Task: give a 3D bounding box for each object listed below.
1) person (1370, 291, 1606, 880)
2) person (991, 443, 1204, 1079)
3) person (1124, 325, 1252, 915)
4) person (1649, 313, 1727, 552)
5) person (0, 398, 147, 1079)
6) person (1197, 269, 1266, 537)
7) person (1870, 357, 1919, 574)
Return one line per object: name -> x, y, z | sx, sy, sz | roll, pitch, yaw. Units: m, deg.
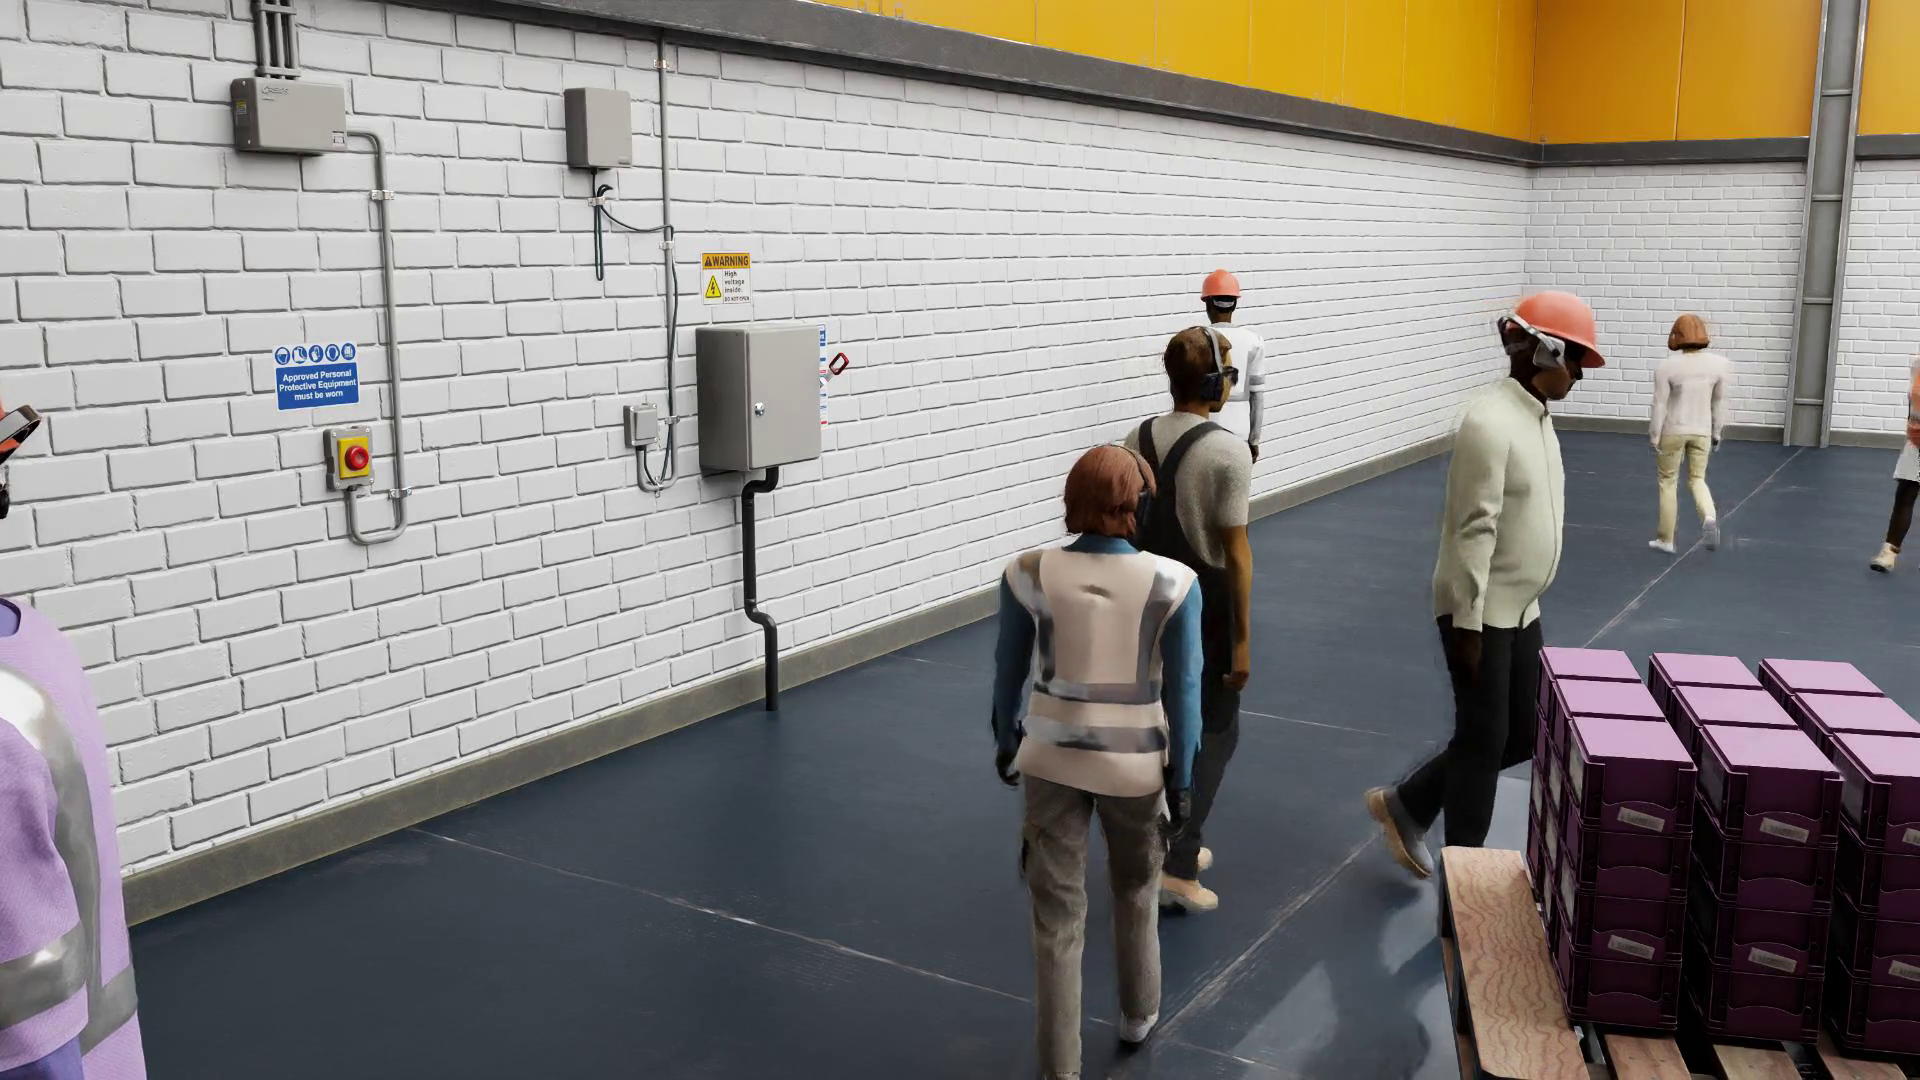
person -> 1.594, 0.212, 5.153 | 0.614, 1.954, 0.691 | 8, 13, 39
person -> 0.334, 0.562, 4.154 | 0.528, 1.608, 0.736 | 2, 10, 9
person -> 0.714, 0.244, 5.283 | 0.417, 1.845, 0.535 | -9, 13, -40
person -> 4.849, -0.694, 11.070 | 0.517, 1.617, 0.533 | 0, 10, -1
person -> -1.132, 0.752, 1.898 | 0.391, 2.040, 0.615 | -5, 12, -28
person -> 1.527, -0.635, 9.905 | 0.540, 1.929, 0.380 | -2, 10, -12
person -> 6.012, -0.575, 10.311 | 0.805, 1.644, 0.581 | -5, 11, -25
